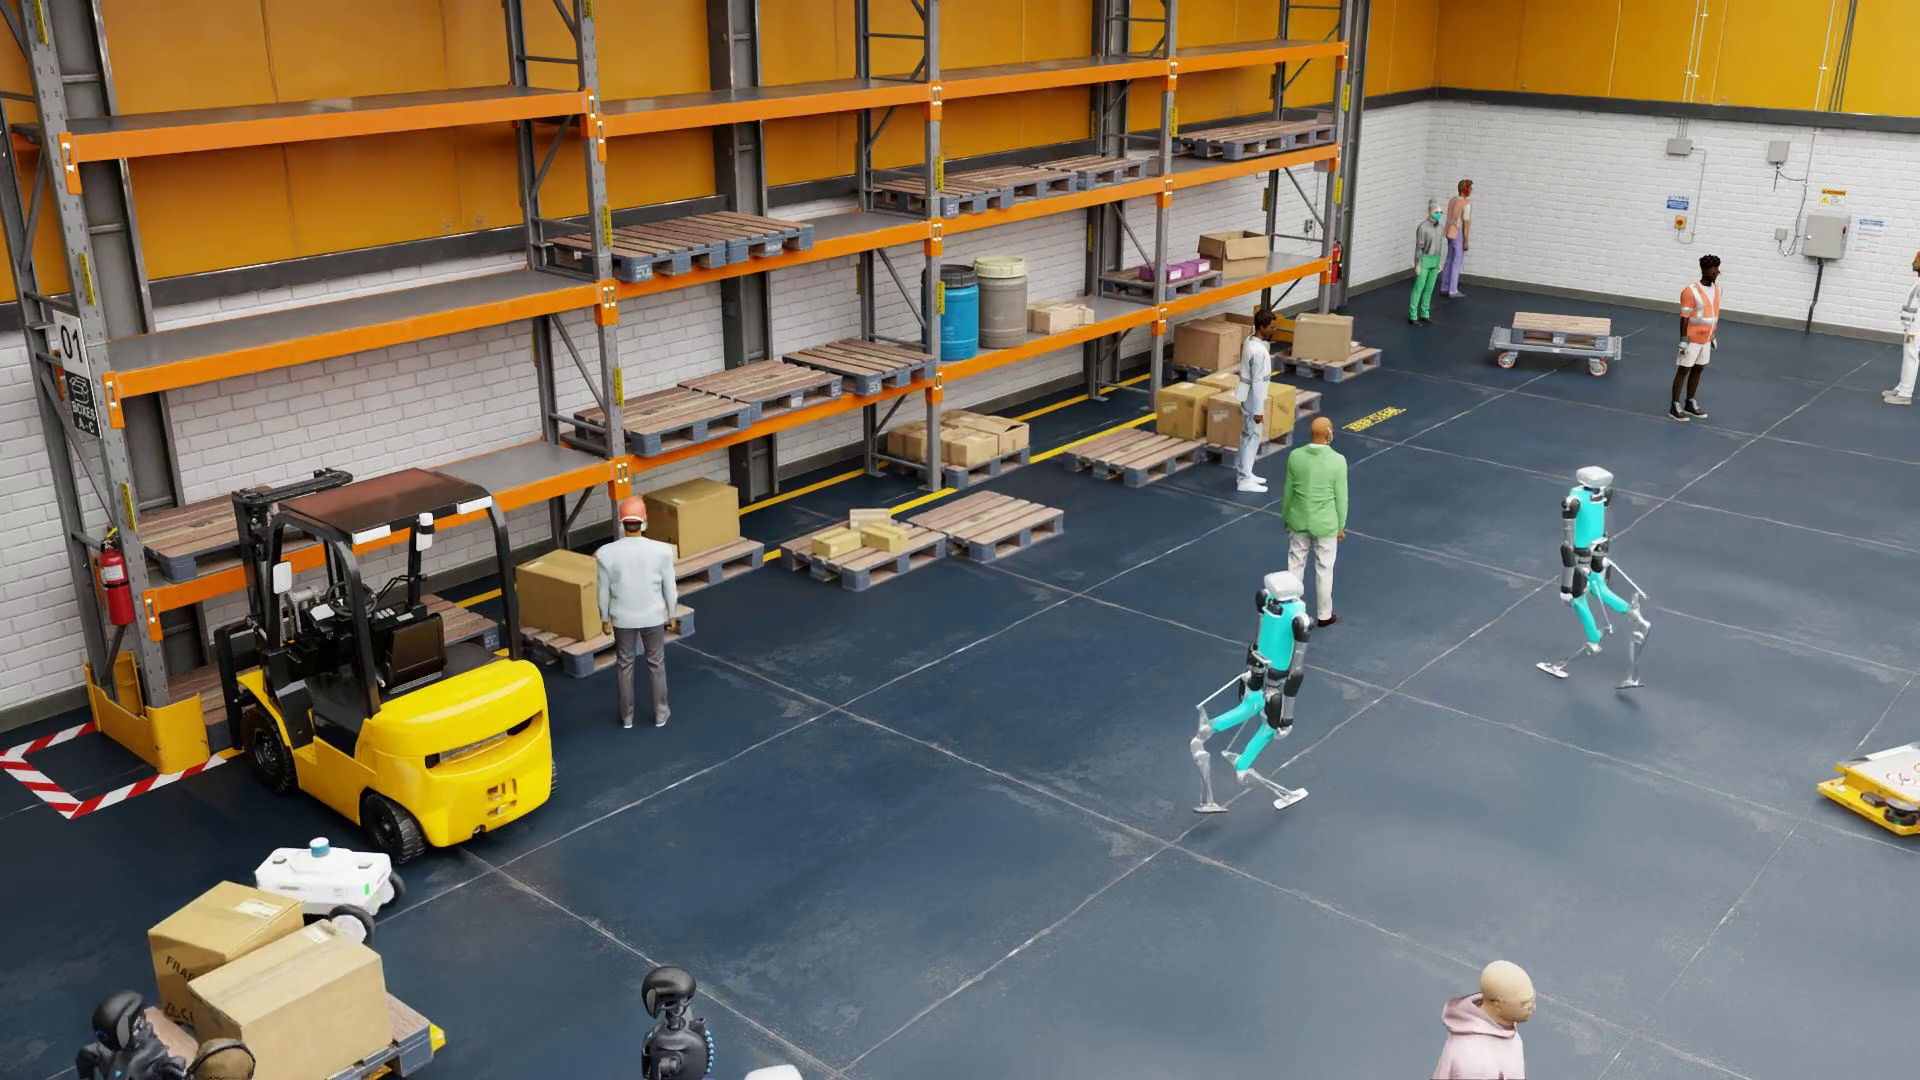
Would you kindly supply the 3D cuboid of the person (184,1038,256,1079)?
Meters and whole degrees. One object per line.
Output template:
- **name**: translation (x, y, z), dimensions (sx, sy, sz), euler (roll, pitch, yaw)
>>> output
- **person**: translation (-2.608, 2.639, 6.065), dimensions (0.629, 1.883, 0.764), euler (1, 20, 3)

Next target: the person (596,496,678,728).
- **person**: translation (-2.320, 0.523, 12.009), dimensions (0.570, 1.740, 0.351), euler (-4, 21, -10)

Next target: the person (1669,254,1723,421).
- **person**: translation (8.687, -2.387, 19.570), dimensions (0.605, 1.965, 0.368), euler (-11, 23, -26)

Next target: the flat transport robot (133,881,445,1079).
- **flat transport robot**: translation (-3.378, 2.673, 8.310), dimensions (0.659, 0.231, 1.431), euler (16, 26, 37)

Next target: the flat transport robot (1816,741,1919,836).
- **flat transport robot**: translation (6.540, 1.626, 11.145), dimensions (1.431, 0.231, 0.659), euler (-9, 22, -22)

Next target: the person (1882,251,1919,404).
- **person**: translation (11.599, -2.591, 20.242), dimensions (0.355, 1.883, 0.572), euler (10, 22, 25)

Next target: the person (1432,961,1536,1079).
- **person**: translation (2.050, 2.457, 6.713), dimensions (0.402, 1.779, 0.538), euler (7, 21, 19)

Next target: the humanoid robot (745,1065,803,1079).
- **humanoid robot**: translation (-0.446, 2.661, 6.189), dimensions (0.712, 1.749, 0.539), euler (-11, 23, -27)

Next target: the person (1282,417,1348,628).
- **person**: translation (2.929, -0.145, 13.762), dimensions (0.538, 1.781, 0.388), euler (11, 23, 28)

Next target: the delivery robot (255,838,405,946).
- **delivery robot**: translation (-3.676, 2.018, 9.671), dimensions (0.797, 0.595, 0.499), euler (2, 20, 6)

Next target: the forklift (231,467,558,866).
- **forklift**: translation (-3.730, 0.710, 10.856), dimensions (2.313, 2.155, 1.214), euler (17, 26, 38)

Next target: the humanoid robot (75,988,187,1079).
- **humanoid robot**: translation (-3.248, 2.503, 6.755), dimensions (0.591, 1.646, 0.389), euler (3, 21, 9)

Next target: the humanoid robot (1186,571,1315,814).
- **humanoid robot**: translation (1.821, 1.060, 10.596), dimensions (1.046, 1.747, 0.560), euler (-8, 22, -21)

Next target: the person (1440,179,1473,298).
- **person**: translation (7.795, -4.731, 26.114), dimensions (0.392, 1.837, 0.557), euler (-3, 21, -9)

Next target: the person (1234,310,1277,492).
- **person**: translation (3.013, -1.430, 17.068), dimensions (0.400, 1.908, 0.597), euler (1, 20, 3)

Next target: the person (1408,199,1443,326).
- **person**: translation (6.829, -4.056, 24.267), dimensions (0.524, 1.842, 0.325), euler (-13, 24, -32)

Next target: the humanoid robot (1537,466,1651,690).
- **humanoid robot**: translation (4.904, 0.370, 12.495), dimensions (0.535, 1.773, 1.015), euler (-15, 25, -35)

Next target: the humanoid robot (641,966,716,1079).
- **humanoid robot**: translation (-1.130, 2.466, 6.815), dimensions (0.315, 1.657, 0.599), euler (-1, 20, -2)
